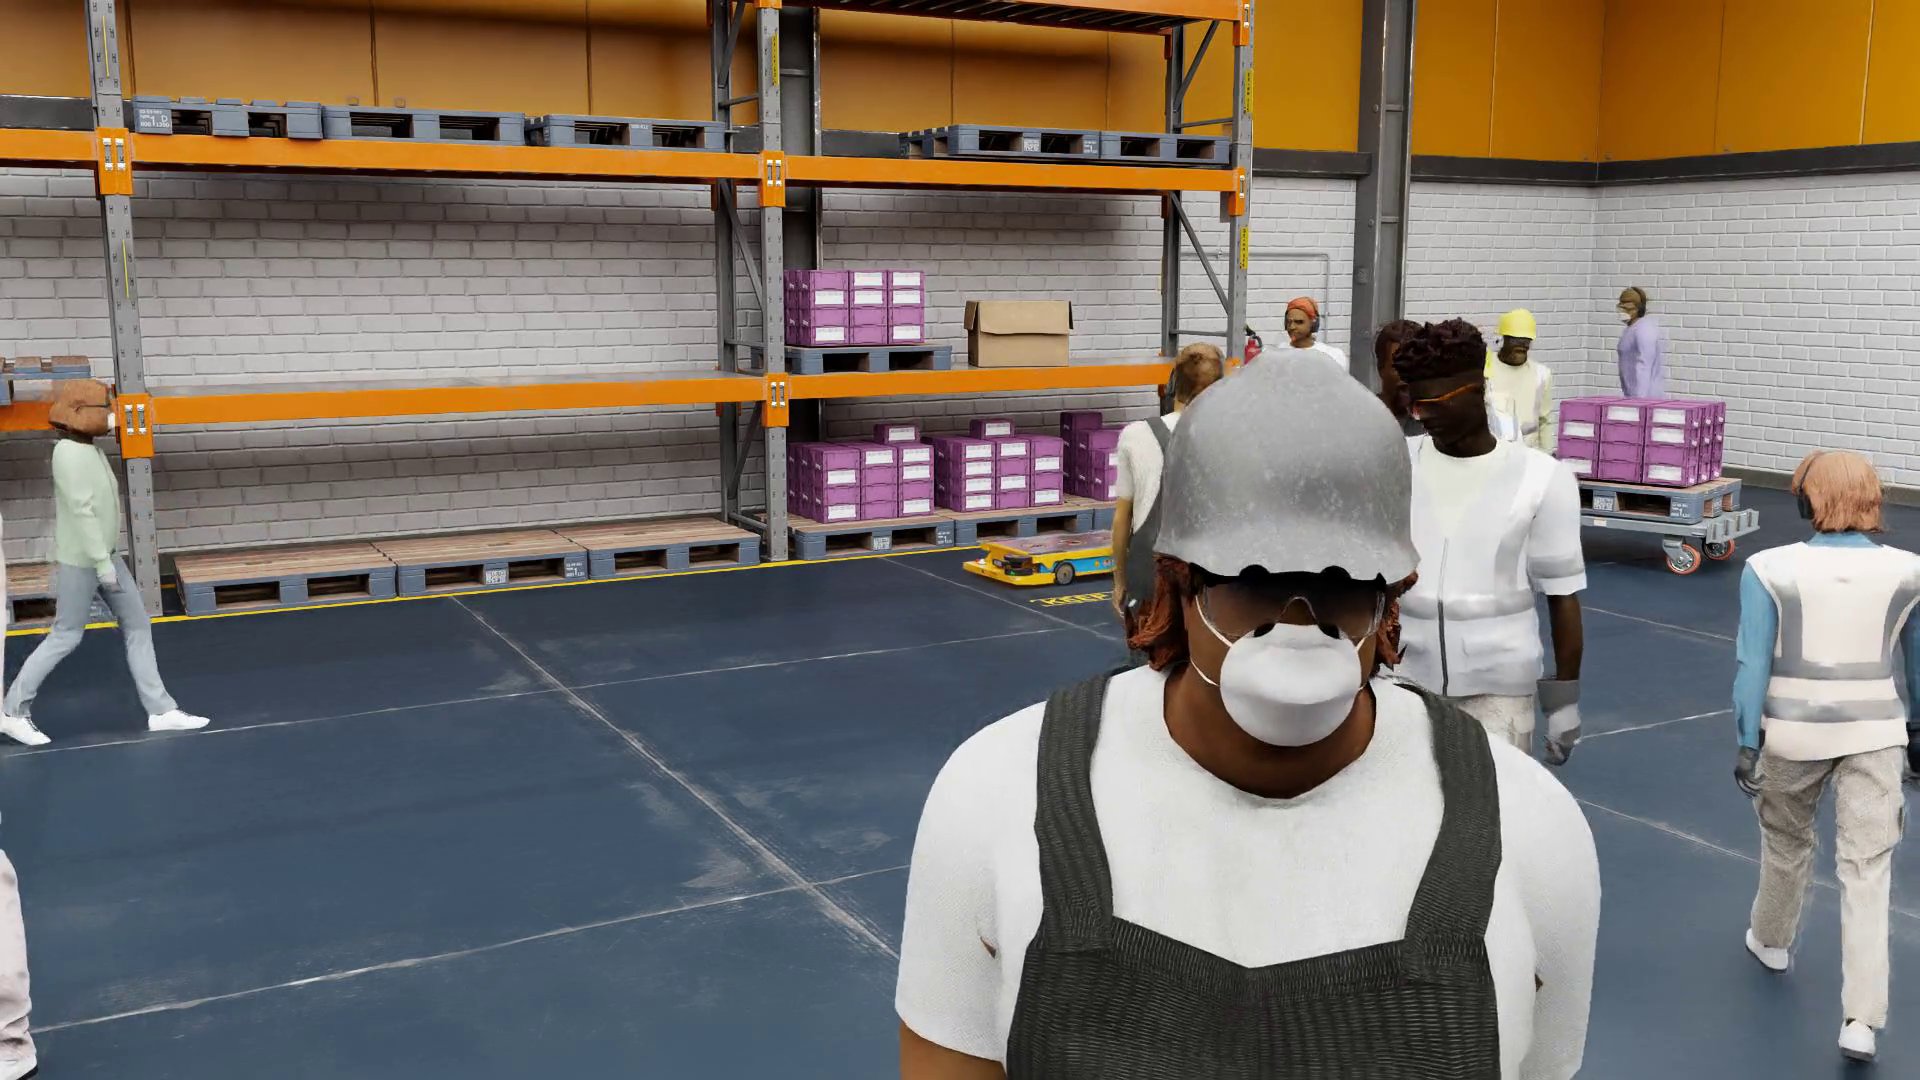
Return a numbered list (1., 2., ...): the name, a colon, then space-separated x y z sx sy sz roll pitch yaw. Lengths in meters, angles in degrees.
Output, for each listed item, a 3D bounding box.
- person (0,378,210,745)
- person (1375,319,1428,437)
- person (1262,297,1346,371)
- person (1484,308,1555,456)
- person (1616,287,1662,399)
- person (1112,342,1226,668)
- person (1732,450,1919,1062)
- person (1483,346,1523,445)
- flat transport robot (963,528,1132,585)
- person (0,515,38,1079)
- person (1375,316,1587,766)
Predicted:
1. person: -3.824 0.089 7.255 0.825 1.598 0.495 -2 9 -10
2. person: 1.566 0.131 6.147 0.598 1.899 0.760 0 9 -1
3. person: 2.186 -0.623 10.750 0.583 1.882 0.337 3 10 20
4. person: 3.385 -0.527 10.360 0.621 1.818 0.418 0 9 -2
5. person: 5.504 -1.104 13.612 0.554 1.905 0.712 2 10 15
6. person: 0.798 0.185 6.068 0.520 1.810 0.890 1 9 7
7. person: 2.382 0.550 4.529 0.533 1.585 0.909 2 10 15
8. person: 2.154 0.004 7.227 0.606 1.792 0.915 -2 9 -9
9. flat transport robot: 0.797 0.102 11.237 1.431 0.197 0.652 -6 11 -30
10. person: -2.595 0.458 4.096 0.648 1.906 0.401 7 12 37
11. person: 1.348 0.374 4.496 0.671 1.937 0.439 5 11 29
